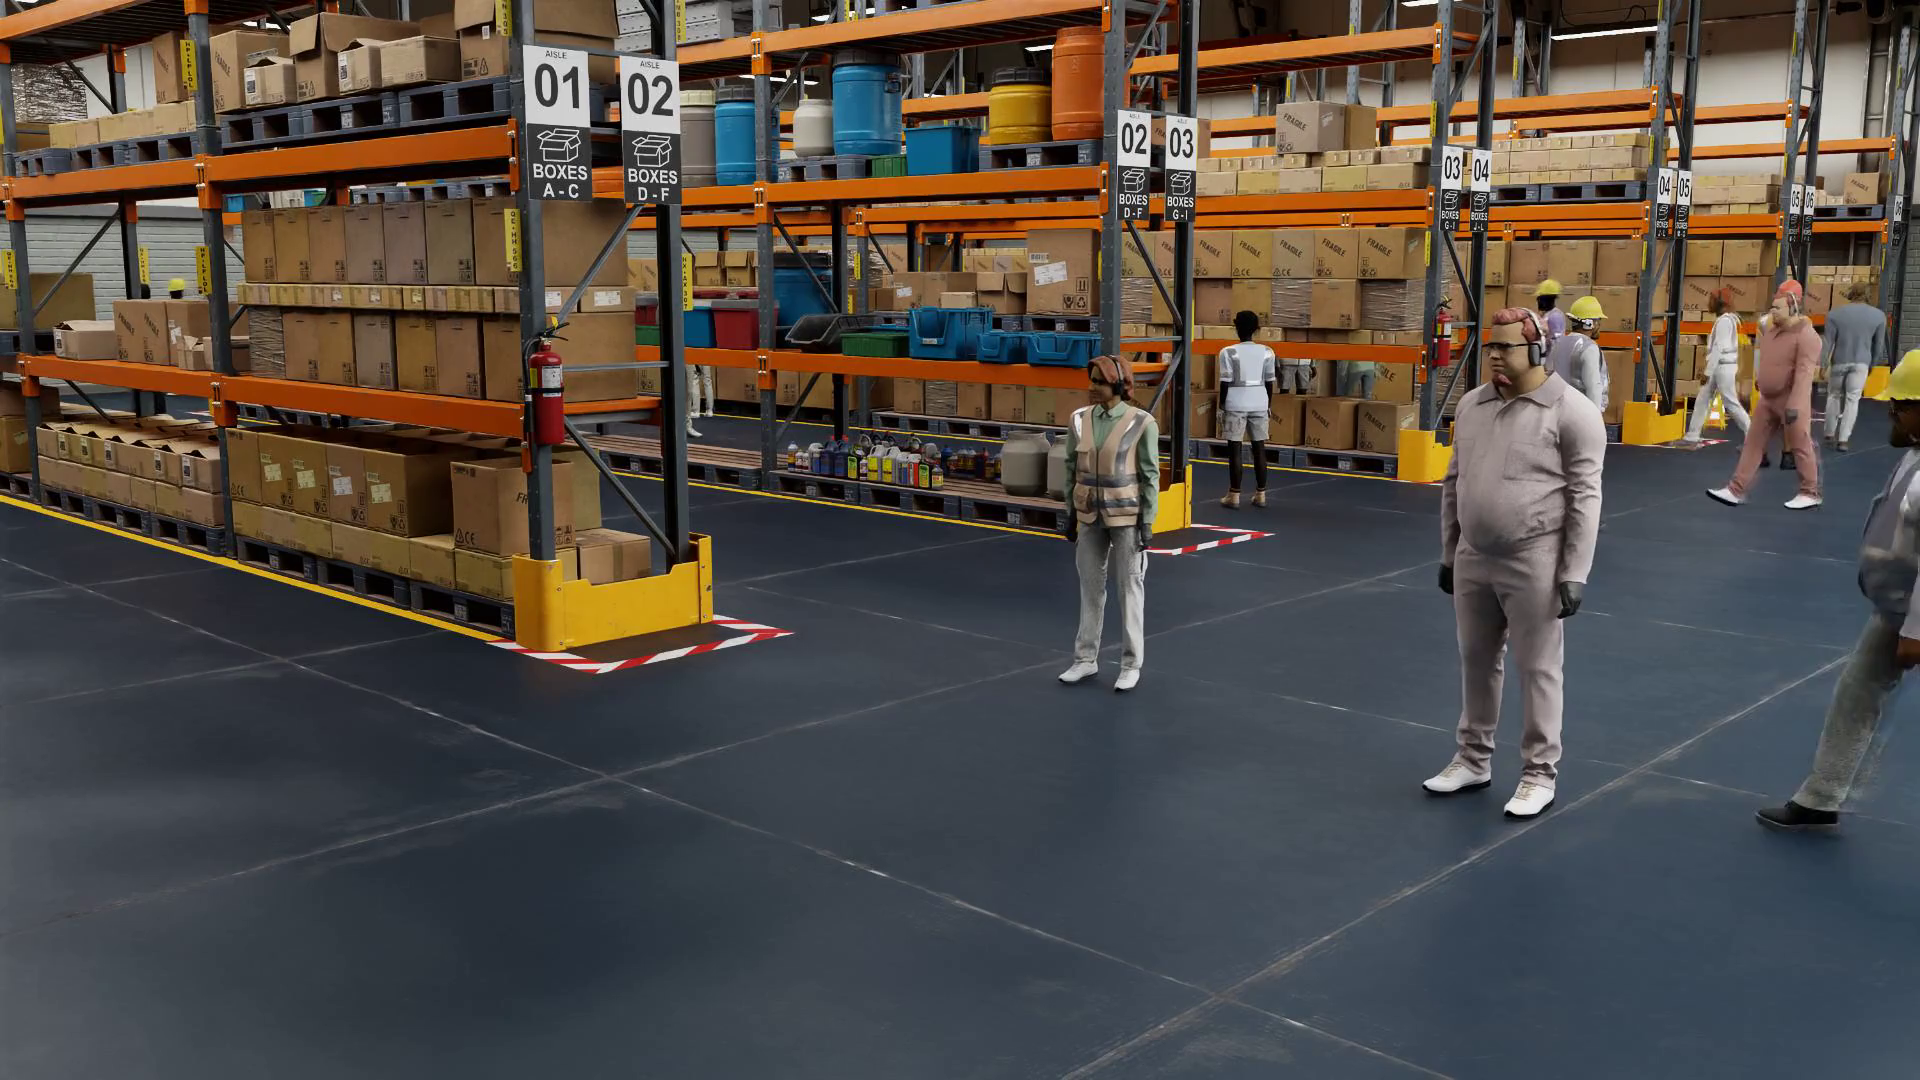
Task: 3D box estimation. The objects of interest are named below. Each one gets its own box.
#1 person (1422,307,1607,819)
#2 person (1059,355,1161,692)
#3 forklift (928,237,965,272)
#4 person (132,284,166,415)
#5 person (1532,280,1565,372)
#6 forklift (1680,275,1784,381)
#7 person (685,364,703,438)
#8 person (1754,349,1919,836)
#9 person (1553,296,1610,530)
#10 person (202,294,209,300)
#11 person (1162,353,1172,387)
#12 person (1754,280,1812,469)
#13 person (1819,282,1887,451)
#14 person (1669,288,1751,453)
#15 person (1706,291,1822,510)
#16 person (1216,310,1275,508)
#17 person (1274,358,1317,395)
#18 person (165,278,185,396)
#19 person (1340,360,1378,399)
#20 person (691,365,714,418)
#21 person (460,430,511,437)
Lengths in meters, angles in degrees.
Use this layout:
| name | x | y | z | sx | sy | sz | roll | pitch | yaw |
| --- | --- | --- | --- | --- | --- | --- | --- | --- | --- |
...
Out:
| name | x | y | z | sx | sy | sz | roll | pitch | yaw |
| --- | --- | --- | --- | --- | --- | --- | --- | --- | --- |
| person | 2.071 | 0.082 | 6.292 | 0.401 | 1.907 | 0.646 | -7 | 11 | -35 |
| person | 0.738 | -0.086 | 8.146 | 0.515 | 1.636 | 0.315 | 7 | 11 | 35 |
| forklift | -0.326 | -5.817 | 39.609 | 1.129 | 2.768 | 1.873 | 9 | 13 | 43 |
| person | -9.833 | -2.159 | 20.086 | 0.598 | 1.898 | 0.827 | -3 | 10 | -19 |
| person | 6.801 | -2.044 | 19.314 | 0.395 | 1.917 | 0.649 | 2 | 9 | 10 |
| forklift | 12.480 | -3.427 | 27.053 | 1.214 | 2.155 | 2.313 | 9 | 13 | 43 |
| person | -3.352 | -2.175 | 20.236 | 0.335 | 1.873 | 0.519 | 8 | 12 | 42 |
| person | 3.421 | 0.225 | 5.821 | 0.949 | 1.784 | 0.587 | 2 | 10 | 14 |
| person | 4.918 | -1.005 | 13.179 | 0.404 | 1.833 | 0.590 | -1 | 9 | -9 |
| person | -11.966 | -3.216 | 26.831 | 0.616 | 1.794 | 0.717 | -3 | 10 | -16 |
| person | 2.573 | -2.395 | 21.638 | 0.817 | 1.859 | 0.585 | 5 | 10 | 27 |
| person | 8.505 | -1.714 | 17.203 | 0.377 | 1.936 | 0.549 | -8 | 12 | -42 |
| person | 10.211 | -1.999 | 19.073 | 0.639 | 1.895 | 0.920 | 5 | 10 | 27 |
| person | 8.592 | -1.903 | 18.677 | 0.963 | 1.844 | 0.569 | 4 | 10 | 22 |
| person | 6.944 | -1.177 | 14.155 | 0.979 | 1.851 | 0.674 | -2 | 9 | -12 |
| person | 2.461 | -1.131 | 14.360 | 0.540 | 1.697 | 0.317 | -3 | 10 | -17 |
| person | 3.952 | -2.102 | 19.586 | 0.545 | 1.938 | 0.357 | -2 | 9 | -9 |
| person | -12.639 | -3.279 | 26.905 | 0.505 | 1.892 | 0.634 | -4 | 10 | -25 |
| person | 4.818 | -2.021 | 20.041 | 0.545 | 1.619 | 0.346 | -3 | 10 | -15 |
| person | -3.611 | -2.498 | 22.944 | 0.507 | 1.631 | 0.265 | -8 | 12 | -41 |
| person | -4.859 | -1.652 | 16.818 | 1.030 | 1.947 | 0.638 | 6 | 11 | 35 |
